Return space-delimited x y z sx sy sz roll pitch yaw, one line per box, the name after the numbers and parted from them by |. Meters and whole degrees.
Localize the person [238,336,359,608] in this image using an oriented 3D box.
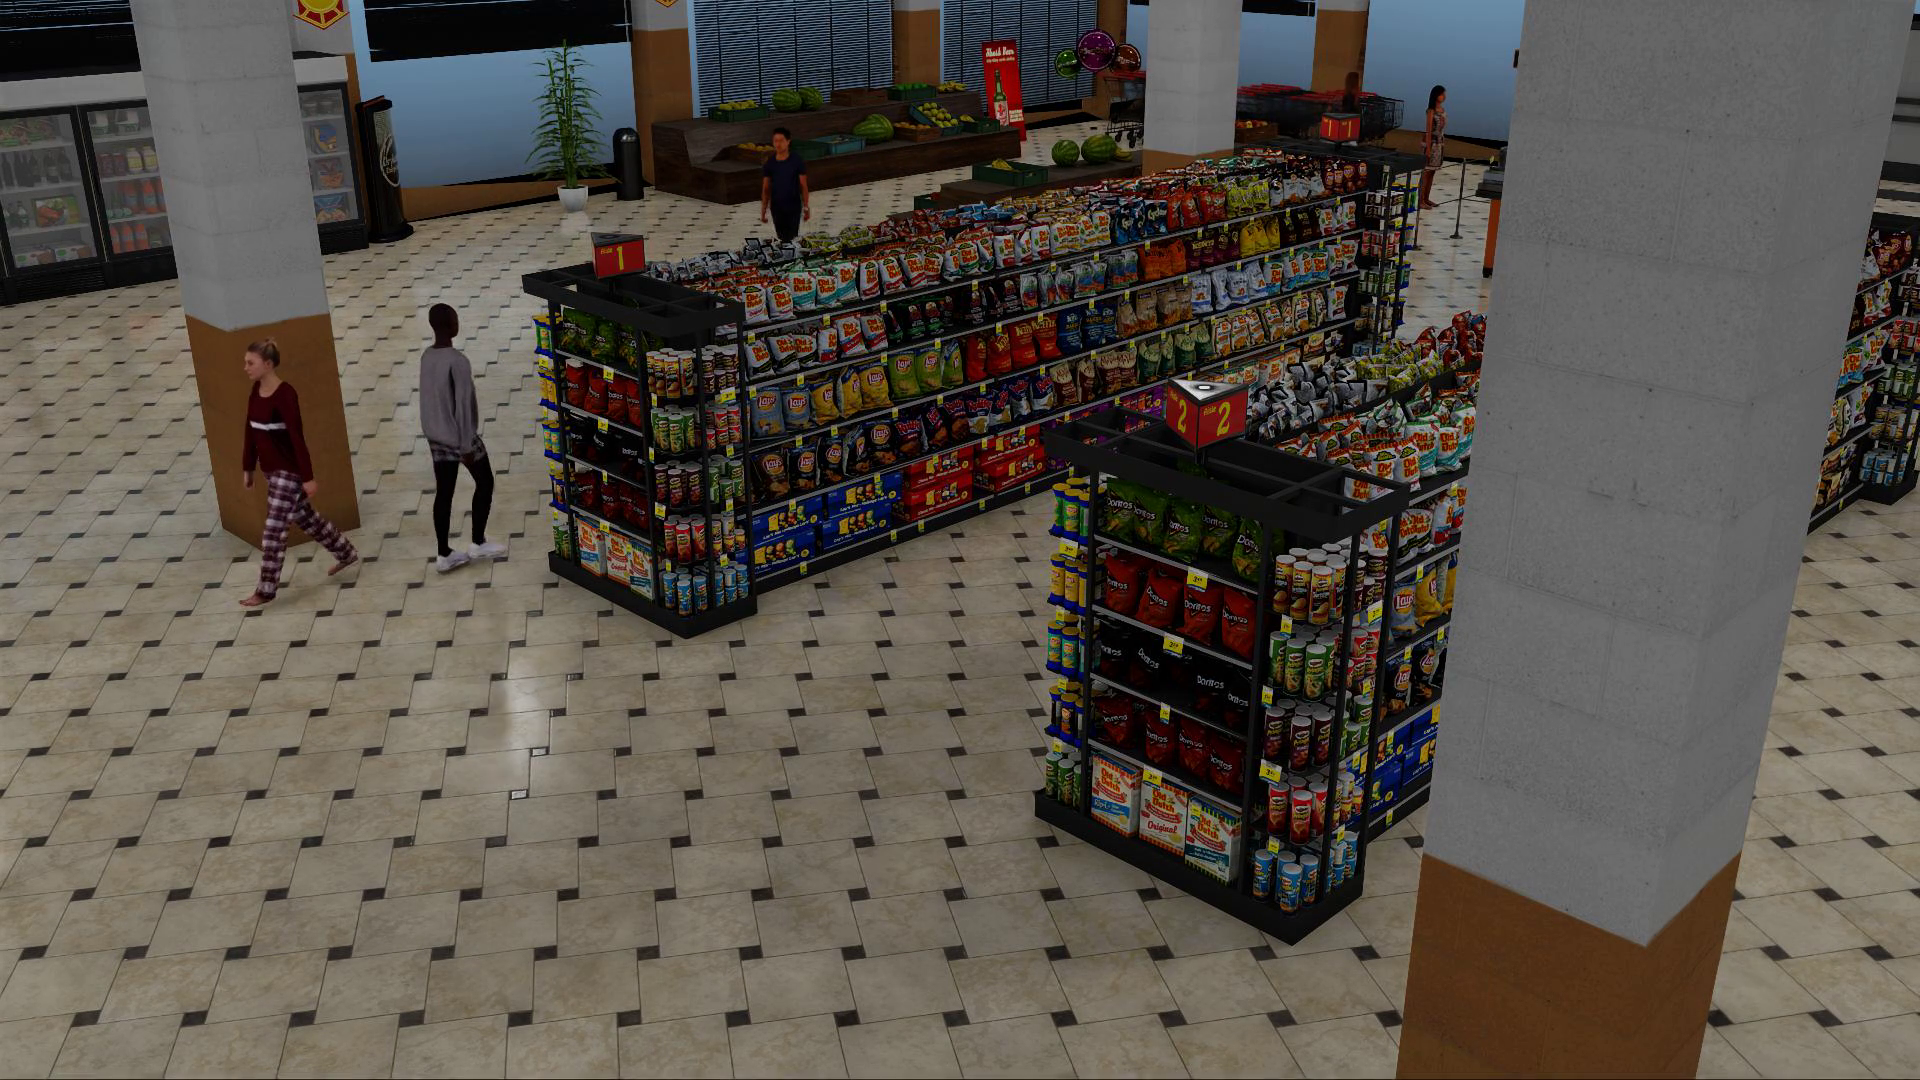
-4.195 -0.448 10.496 0.712 1.654 1.106 17 28 36 | person

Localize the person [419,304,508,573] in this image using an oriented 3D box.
-3.367 -0.629 10.823 0.725 1.746 0.800 13 25 30 | person

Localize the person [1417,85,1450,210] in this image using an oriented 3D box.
6.488 -5.400 22.833 0.739 1.645 0.510 16 27 34 | person

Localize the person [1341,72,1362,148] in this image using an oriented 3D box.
5.479 -5.850 23.911 0.992 1.677 1.073 6 23 15 | person

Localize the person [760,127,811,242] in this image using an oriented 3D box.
-1.880 -3.644 18.288 0.856 1.776 0.917 5 22 13 | person
